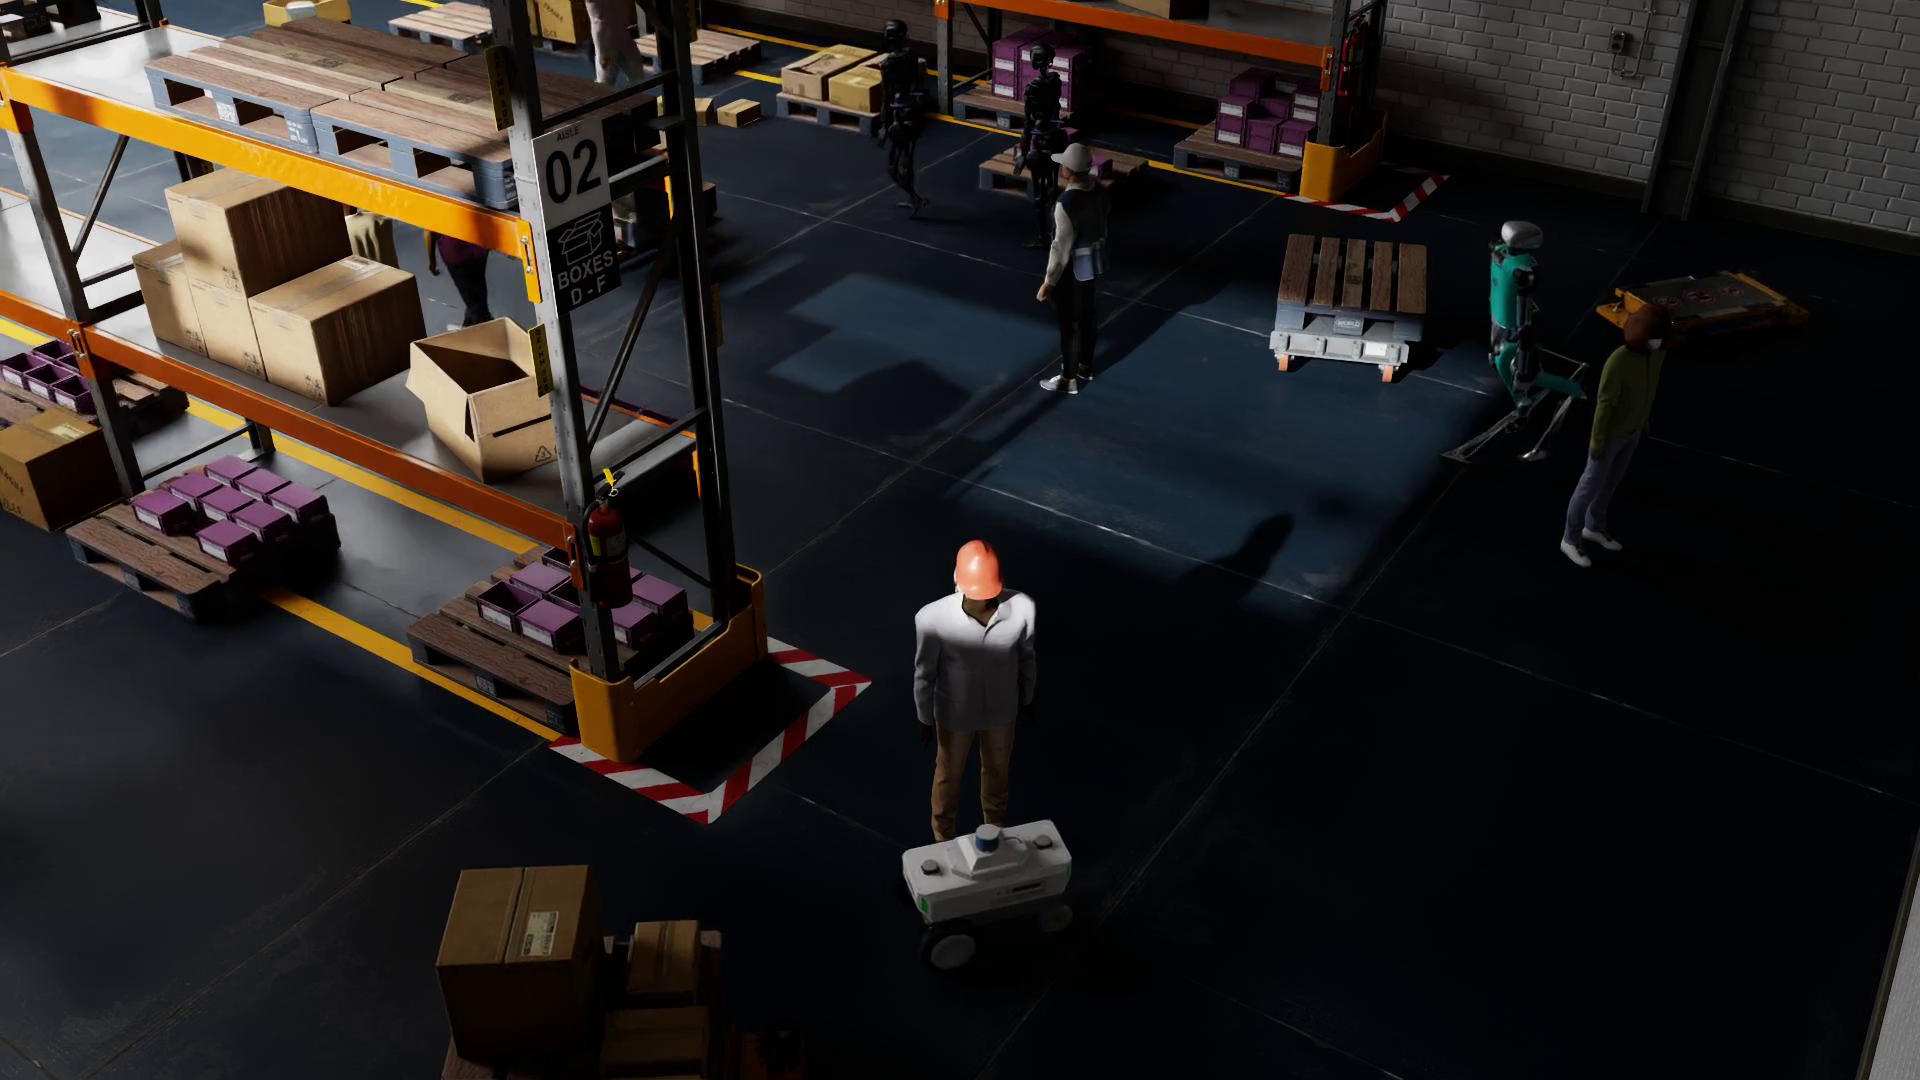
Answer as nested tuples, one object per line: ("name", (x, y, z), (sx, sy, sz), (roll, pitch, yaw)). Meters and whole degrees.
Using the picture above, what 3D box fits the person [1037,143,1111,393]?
("person", (0.781, -1.845, 11.342), (0.433, 1.757, 0.773), (20, 38, 27))

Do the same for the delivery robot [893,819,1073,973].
("delivery robot", (0.099, 1.504, 7.299), (0.778, 0.594, 0.499), (-10, 34, -15))

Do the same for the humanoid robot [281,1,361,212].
("humanoid robot", (-5.292, -3.551, 14.035), (0.541, 1.810, 0.857), (-22, 39, -30))

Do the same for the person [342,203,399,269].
("person", (-3.931, -1.599, 10.969), (0.336, 1.747, 0.573), (20, 38, 27))

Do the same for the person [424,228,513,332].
("person", (-3.479, -2.078, 11.663), (0.886, 1.792, 0.601), (26, 41, 34))

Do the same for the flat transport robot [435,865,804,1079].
("flat transport robot", (-1.333, 2.212, 6.473), (1.431, 0.231, 0.659), (-2, 33, -3))

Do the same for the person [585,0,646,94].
("person", (-3.285, -4.655, 15.537), (0.955, 1.900, 0.636), (10, 34, 15))

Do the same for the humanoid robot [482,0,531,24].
("humanoid robot", (-4.847, -5.910, 17.664), (0.333, 1.643, 0.612), (20, 38, 28))

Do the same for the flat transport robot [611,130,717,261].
("flat transport robot", (-2.763, -2.661, 13.963), (0.659, 0.231, 1.431), (20, 38, 27))

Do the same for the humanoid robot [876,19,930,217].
("humanoid robot", (-0.415, -3.565, 14.063), (0.467, 1.634, 0.590), (17, 37, 24))

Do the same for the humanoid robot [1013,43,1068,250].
("humanoid robot", (0.664, -3.187, 13.468), (0.315, 1.657, 0.599), (20, 38, 27))

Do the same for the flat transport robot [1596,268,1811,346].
("flat transport robot", (5.623, -1.753, 12.568), (1.431, 0.231, 0.659), (-10, 34, -15))

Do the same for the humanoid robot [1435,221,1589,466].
("humanoid robot", (3.554, -1.149, 10.296), (1.024, 1.724, 0.530), (-4, 33, -5))

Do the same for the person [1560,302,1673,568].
("person", (3.799, -0.615, 9.564), (0.502, 1.631, 0.278), (-21, 38, -28))

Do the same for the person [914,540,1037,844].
("person", (0.082, 0.741, 7.372), (0.572, 1.748, 0.341), (-9, 34, -14))
